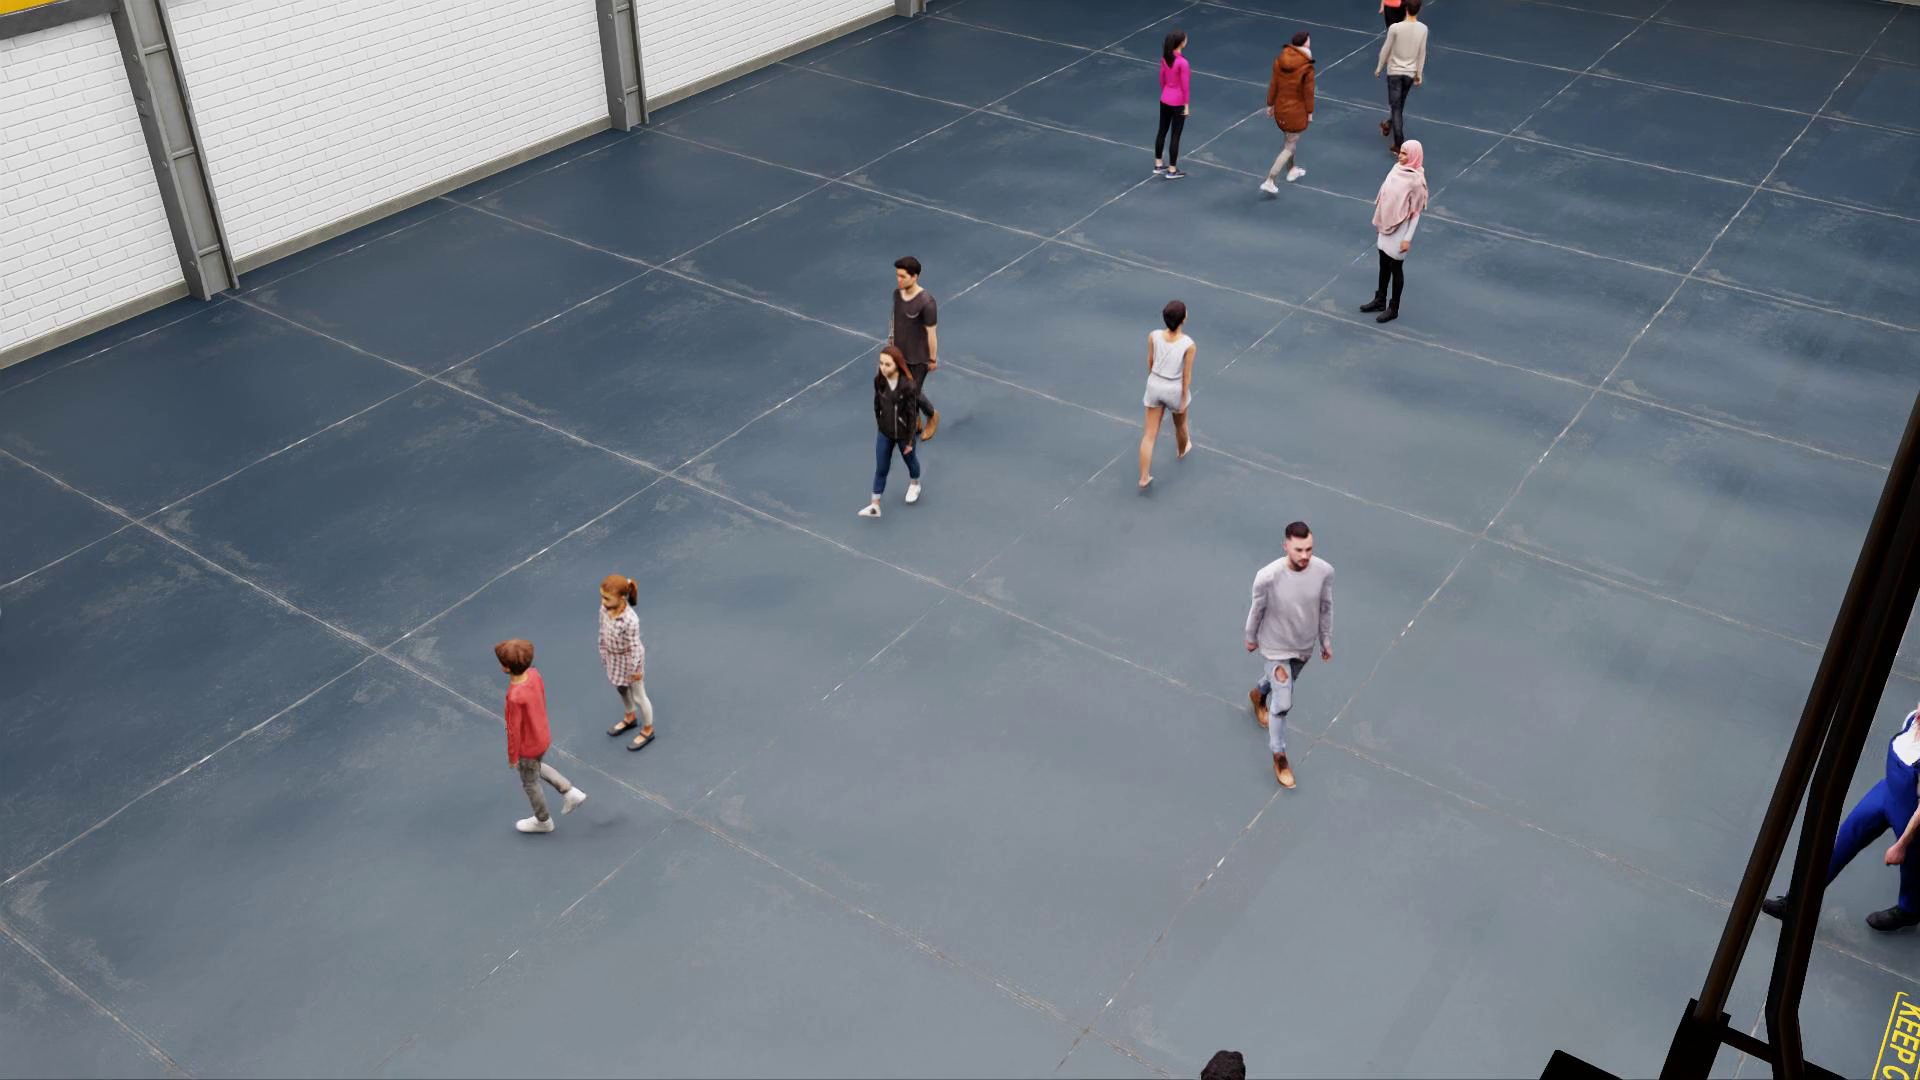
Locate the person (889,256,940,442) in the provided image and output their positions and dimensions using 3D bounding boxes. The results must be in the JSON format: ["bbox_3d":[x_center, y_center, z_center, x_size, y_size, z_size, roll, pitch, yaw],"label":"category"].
[{"bbox_3d":[-0.346,-1.645,14.109,0.699,1.707,0.695,-25,41,-33],"label":"person"}]

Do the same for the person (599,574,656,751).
[{"bbox_3d":[-2.175,0.761,10.849,0.564,1.309,0.547,28,43,35],"label":"person"}]

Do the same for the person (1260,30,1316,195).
[{"bbox_3d":[3.682,-4.780,18.742,1.231,1.798,0.927,-24,40,-31],"label":"person"}]

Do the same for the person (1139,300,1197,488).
[{"bbox_3d":[1.640,-1.155,13.504,0.718,1.559,1.120,14,36,20],"label":"person"}]

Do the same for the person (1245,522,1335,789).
[{"bbox_3d":[2.066,0.601,10.640,1.167,1.806,1.181,-9,35,-13],"label":"person"}]

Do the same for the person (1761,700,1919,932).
[{"bbox_3d":[5.327,1.531,9.247,1.245,1.800,1.227,-3,34,-5],"label":"person"}]

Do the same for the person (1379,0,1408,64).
[{"bbox_3d":[5.952,-7.183,22.473,1.027,1.671,1.009,-12,35,-18],"label":"person"}]

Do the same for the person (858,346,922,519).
[{"bbox_3d":[-0.456,-0.894,13.221,0.679,1.438,0.986,14,36,21],"label":"person"}]

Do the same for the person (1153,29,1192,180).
[{"bbox_3d":[2.457,-5.058,19.250,0.657,1.699,0.655,-23,40,-30],"label":"person"}]

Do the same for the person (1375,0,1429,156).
[{"bbox_3d":[5.265,-5.484,19.785,1.153,1.817,1.251,-3,34,-5],"label":"person"}]

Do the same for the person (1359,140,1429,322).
[{"bbox_3d":[4.213,-2.991,16.047,0.763,1.803,0.737,-13,36,-18],"label":"person"}]

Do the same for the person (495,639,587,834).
[{"bbox_3d":[-2.535,1.208,10.090,0.749,1.404,0.709,3,34,4],"label":"person"}]
